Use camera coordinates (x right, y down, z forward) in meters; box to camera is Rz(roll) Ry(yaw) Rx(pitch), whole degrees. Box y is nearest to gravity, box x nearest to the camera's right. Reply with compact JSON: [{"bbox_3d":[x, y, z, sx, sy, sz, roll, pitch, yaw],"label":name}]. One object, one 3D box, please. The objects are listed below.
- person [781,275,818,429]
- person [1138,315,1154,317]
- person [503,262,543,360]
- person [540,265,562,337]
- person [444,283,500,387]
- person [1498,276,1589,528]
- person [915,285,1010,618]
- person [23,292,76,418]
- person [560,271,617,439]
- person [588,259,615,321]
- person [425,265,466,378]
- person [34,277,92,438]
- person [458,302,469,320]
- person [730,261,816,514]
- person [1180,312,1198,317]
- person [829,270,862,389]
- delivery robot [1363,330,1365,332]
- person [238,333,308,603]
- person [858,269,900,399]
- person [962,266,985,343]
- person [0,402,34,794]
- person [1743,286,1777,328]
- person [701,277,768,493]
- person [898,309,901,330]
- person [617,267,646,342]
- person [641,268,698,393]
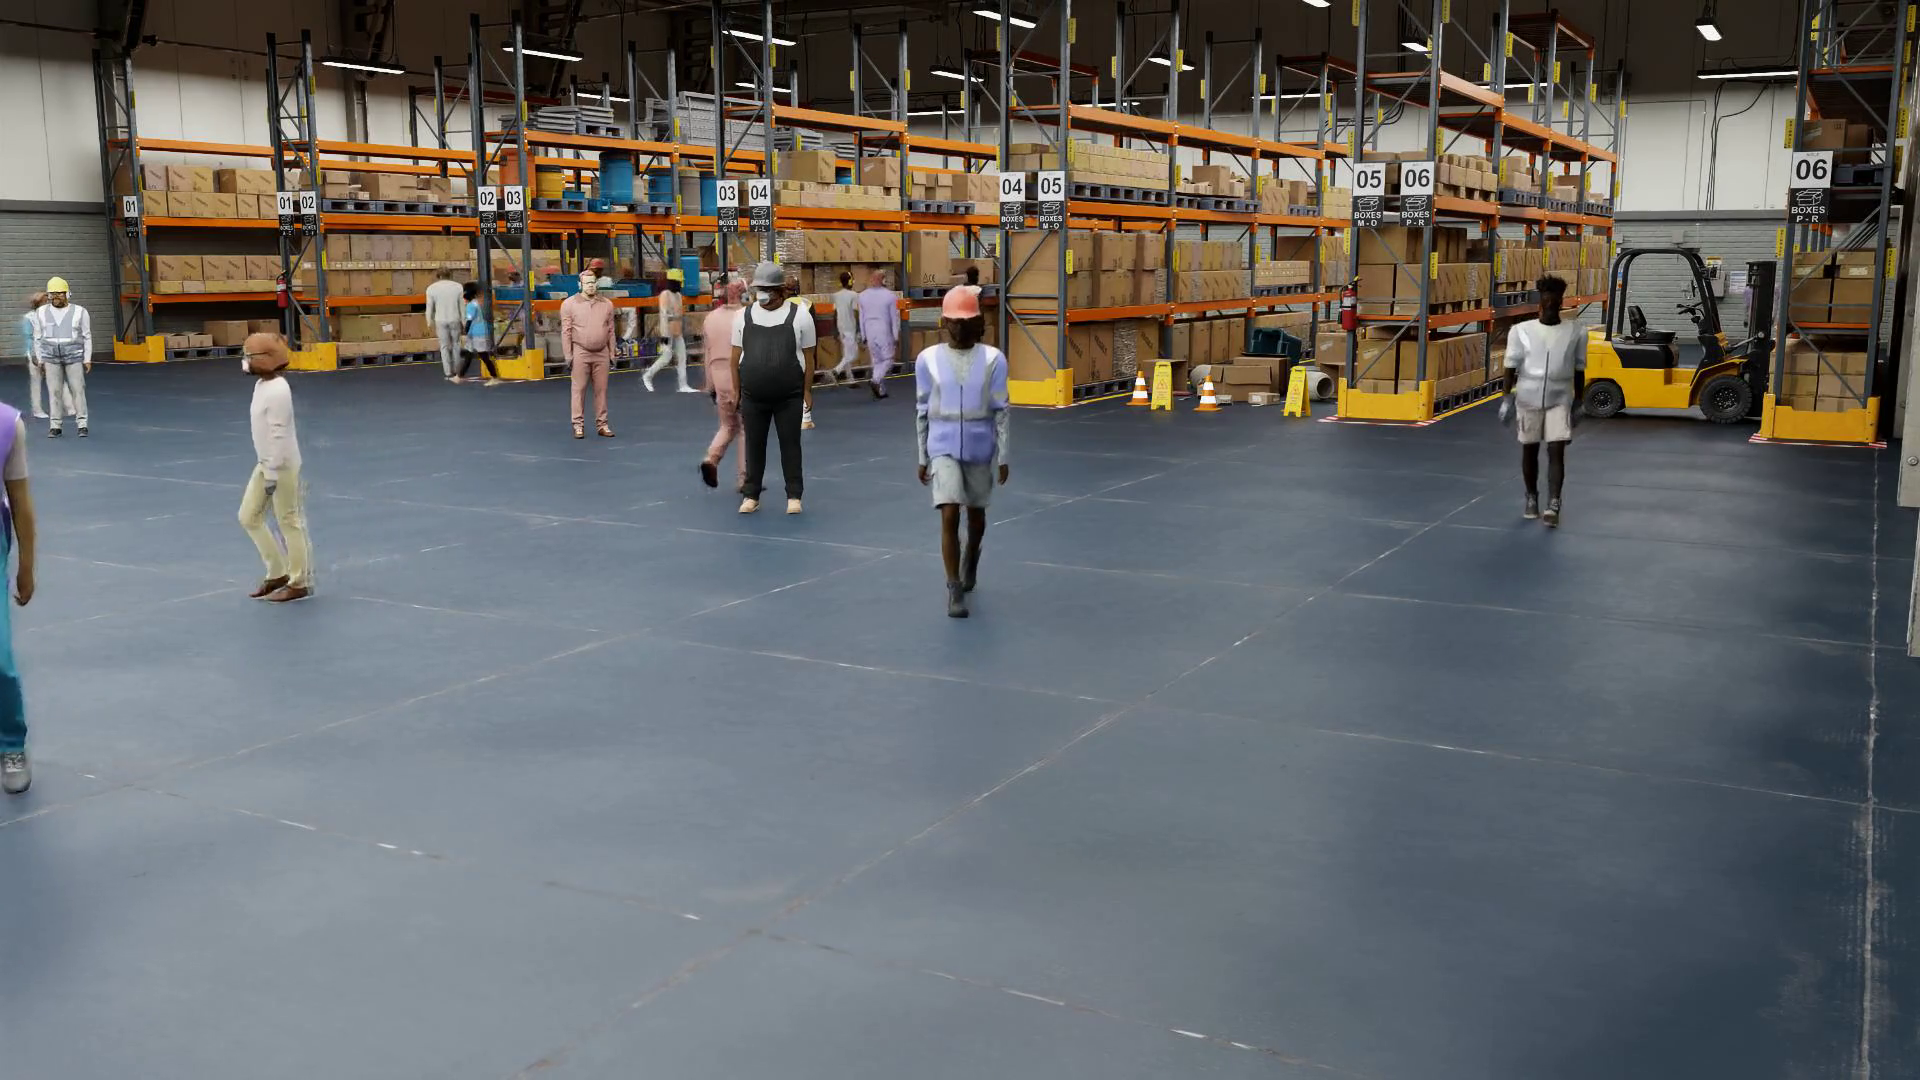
[{"bbox_3d":[-2.008,-2.240,19.940,0.625,1.844,0.429,1,10,5],"label":"person"},{"bbox_3d":[3.710,-4.585,33.727,0.631,1.829,0.582,8,12,37],"label":"person"},{"bbox_3d":[-7.987,-4.079,30.384,1.126,1.946,0.615,-9,13,-44],"label":"person"},{"bbox_3d":[-7.983,-4.399,32.425,0.553,1.905,0.952,3,10,15],"label":"person"},{"bbox_3d":[-7.748,-3.243,26.345,0.874,1.642,0.545,-2,10,-12],"label":"person"},{"bbox_3d":[4.497,-1.068,12.856,0.632,1.911,0.995,3,10,20],"label":"person"},{"bbox_3d":[0.014,-0.547,9.844,0.550,1.913,0.866,0,10,-2],"label":"person"},{"bbox_3d":[-11.566,-2.333,21.147,0.807,1.599,0.545,4,11,23],"label":"person"},{"bbox_3d":[-4.223,-2.116,19.018,0.643,1.909,0.410,-6,11,-32],"label":"person"},{"bbox_3d":[-7.049,-4.404,32.112,0.633,2.006,0.905,5,11,28],"label":"person"},{"bbox_3d":[-8.647,-3.645,27.946,0.648,1.909,0.819,-4,11,-24],"label":"person"},{"bbox_3d":[-10.265,-2.083,19.045,0.586,1.833,0.404,-3,10,-17],"label":"person"},{"bbox_3d":[-11.203,-5.236,37.267,0.549,1.919,0.717,7,12,35],"label":"person"},{"bbox_3d":[-1.514,-1.217,13.364,0.688,2.000,0.536,0,10,3],"label":"person"},{"bbox_3d":[4.688,-4.665,34.192,0.538,1.828,0.963,6,11,31],"label":"person"},{"bbox_3d":[-1.774,-3.247,25.790,0.526,1.857,0.655,9,13,42],"label":"person"},{"bbox_3d":[8.945,-4.682,37.723,0.707,0.478,0.477,0,10,0],"label":"delivery robot"},{"bbox_3d":[-4.134,-0.417,9.891,0.451,1.614,0.531,-7,12,-35],"label":"person"},{"bbox_3d":[-1.168,-2.962,24.030,0.669,1.889,0.705,5,11,28],"label":"person"},{"bbox_3d":[0.157,-3.645,27.992,0.609,1.898,0.548,8,13,39],"label":"person"},{"bbox_3d":[-3.804,0.105,6.263,0.574,1.829,0.450,-3,10,-19],"label":"person"},{"bbox_3d":[15.332,-4.301,31.935,0.584,1.877,1.018,5,11,25],"label":"person"},{"bbox_3d":[-1.965,-1.331,14.467,0.661,1.889,0.532,6,12,33],"label":"person"},{"bbox_3d":[-1.301,-4.408,32.510,0.575,1.882,0.360,6,11,31],"label":"person"},{"bbox_3d":[-7.082,-4.902,35.515,0.568,1.857,0.891,4,10,22],"label":"person"},{"bbox_3d":[-4.436,-3.180,25.275,0.818,1.897,0.595,4,10,20],"label":"person"}]
